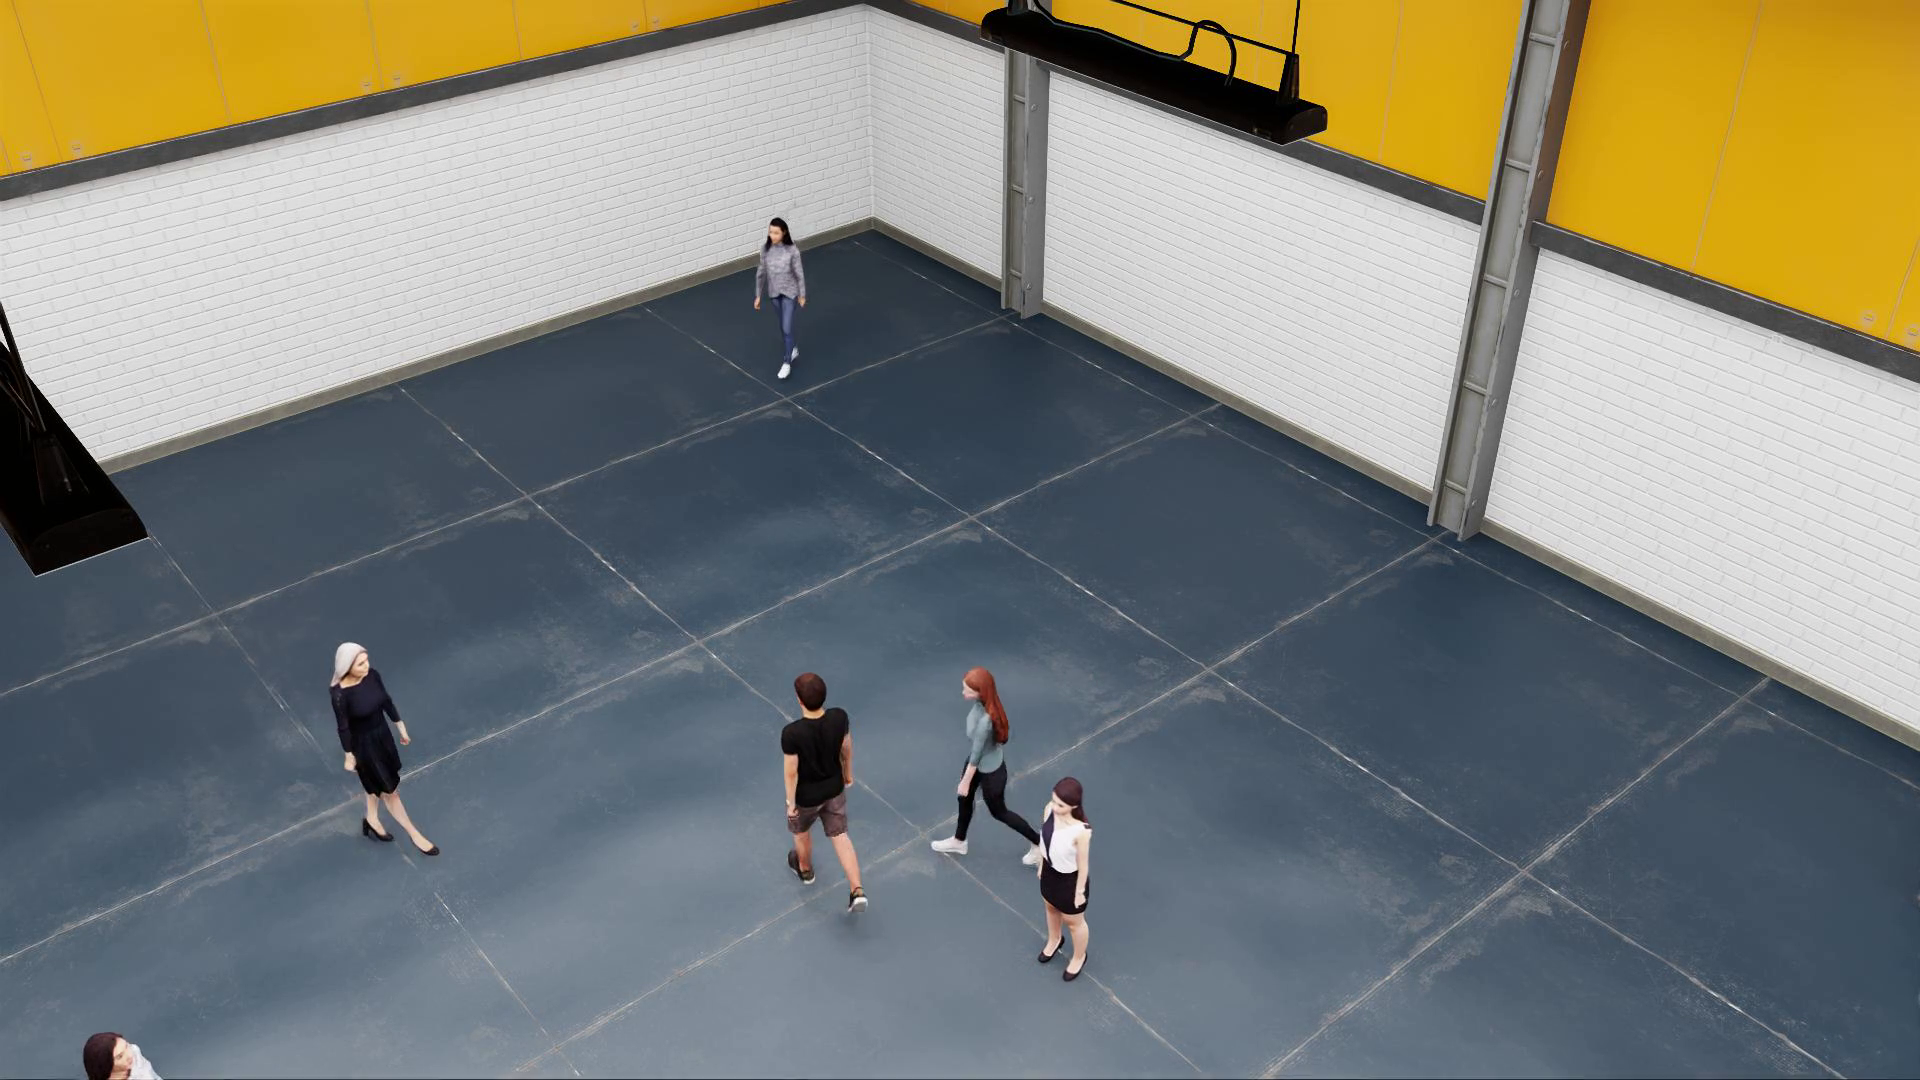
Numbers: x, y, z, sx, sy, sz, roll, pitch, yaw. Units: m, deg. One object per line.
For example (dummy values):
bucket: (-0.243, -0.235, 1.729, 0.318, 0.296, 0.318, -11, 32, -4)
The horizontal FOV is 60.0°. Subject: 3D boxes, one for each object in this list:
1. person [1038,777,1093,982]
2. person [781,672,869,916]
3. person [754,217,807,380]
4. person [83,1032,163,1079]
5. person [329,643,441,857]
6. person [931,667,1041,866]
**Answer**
person: (0.664, 2.131, 10.507, 0.604, 1.647, 0.458, -27, 42, -34)
person: (-0.895, 1.702, 10.981, 0.793, 1.836, 1.173, -18, 38, -25)
person: (-1.833, -2.644, 17.642, 0.946, 1.701, 0.920, 14, 36, 20)
person: (-4.481, 3.218, 8.928, 1.050, 1.585, 1.067, -2, 34, -3)
person: (-4.136, 1.414, 11.509, 1.015, 1.732, 0.882, 11, 35, 16)
person: (0.256, 1.574, 11.289, 1.070, 1.710, 1.076, 0, 34, 0)
